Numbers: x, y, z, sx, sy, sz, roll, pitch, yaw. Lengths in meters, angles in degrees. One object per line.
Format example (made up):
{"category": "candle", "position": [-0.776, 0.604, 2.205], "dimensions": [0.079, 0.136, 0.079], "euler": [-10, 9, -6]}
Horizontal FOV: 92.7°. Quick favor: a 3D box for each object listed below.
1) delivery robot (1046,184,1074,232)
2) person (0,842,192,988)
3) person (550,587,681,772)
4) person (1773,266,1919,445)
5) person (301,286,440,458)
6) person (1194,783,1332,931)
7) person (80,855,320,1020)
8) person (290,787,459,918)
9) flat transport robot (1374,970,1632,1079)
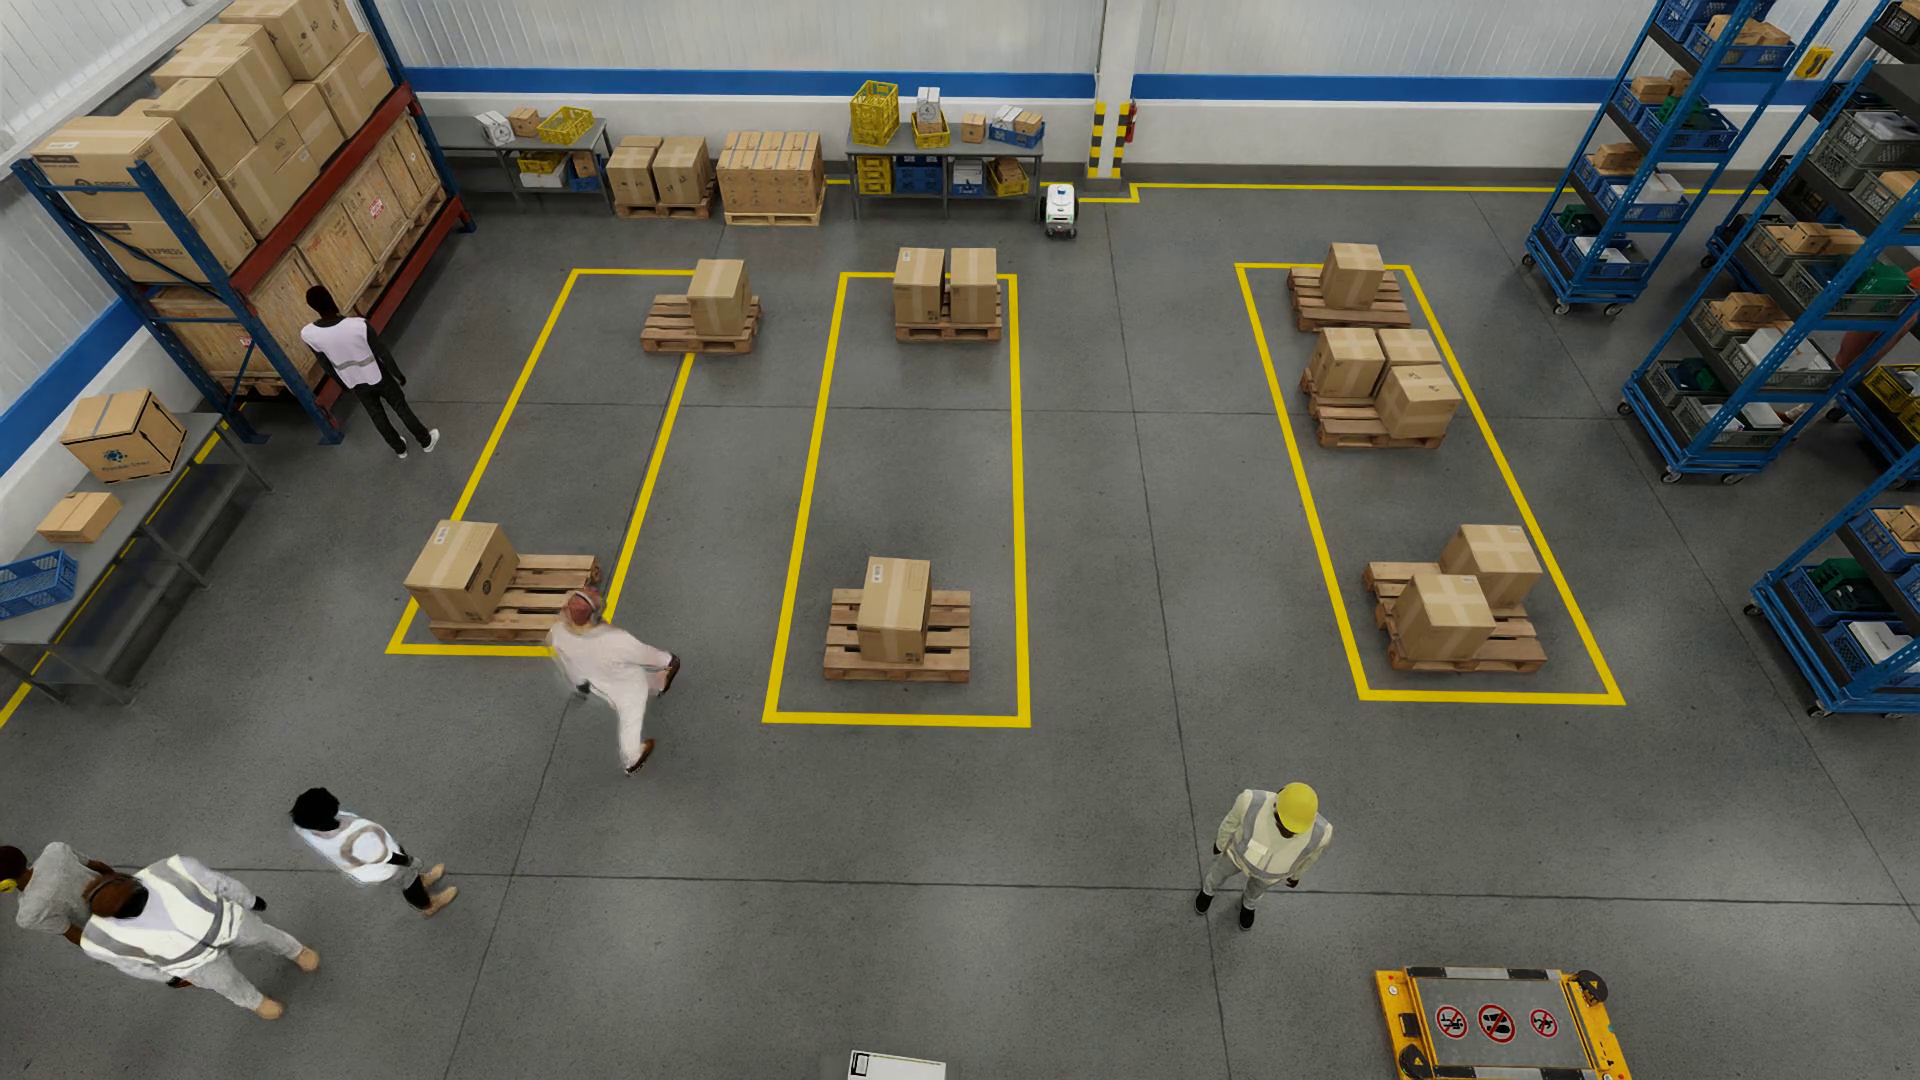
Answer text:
{"category": "delivery robot", "position": [1.282, -4.266, 11.706], "dimensions": [0.477, 0.478, 0.707], "euler": [4, 51, 3]}
{"category": "person", "position": [-5.212, 2.284, 5.581], "dimensions": [0.321, 1.872, 0.532], "euler": [-12, 52, -10]}
{"category": "person", "position": [-2.433, 0.901, 6.721], "dimensions": [0.646, 1.843, 0.998], "euler": [19, 53, 15]}
{"category": "person", "position": [8.559, -1.754, 8.794], "dimensions": [0.376, 1.995, 0.612], "euler": [32, 58, 23]}
{"category": "person", "position": [-5.606, -1.545, 8.672], "dimensions": [0.591, 1.919, 0.394], "euler": [-11, 52, -9]}
{"category": "person", "position": [1.910, 2.010, 5.826], "dimensions": [0.590, 1.837, 0.404], "euler": [17, 53, 14]}
{"category": "person", "position": [-4.549, 2.389, 5.521], "dimensions": [0.431, 1.832, 0.628], "euler": [21, 54, 17]}
{"category": "person", "position": [-3.766, 2.005, 5.923], "dimensions": [0.583, 1.689, 0.397], "euler": [17, 53, 13]}
{"category": "flat transport robot", "position": [3.501, 3.133, 5.914], "dimensions": [1.431, 0.197, 0.652], "euler": [1, 51, 1]}
